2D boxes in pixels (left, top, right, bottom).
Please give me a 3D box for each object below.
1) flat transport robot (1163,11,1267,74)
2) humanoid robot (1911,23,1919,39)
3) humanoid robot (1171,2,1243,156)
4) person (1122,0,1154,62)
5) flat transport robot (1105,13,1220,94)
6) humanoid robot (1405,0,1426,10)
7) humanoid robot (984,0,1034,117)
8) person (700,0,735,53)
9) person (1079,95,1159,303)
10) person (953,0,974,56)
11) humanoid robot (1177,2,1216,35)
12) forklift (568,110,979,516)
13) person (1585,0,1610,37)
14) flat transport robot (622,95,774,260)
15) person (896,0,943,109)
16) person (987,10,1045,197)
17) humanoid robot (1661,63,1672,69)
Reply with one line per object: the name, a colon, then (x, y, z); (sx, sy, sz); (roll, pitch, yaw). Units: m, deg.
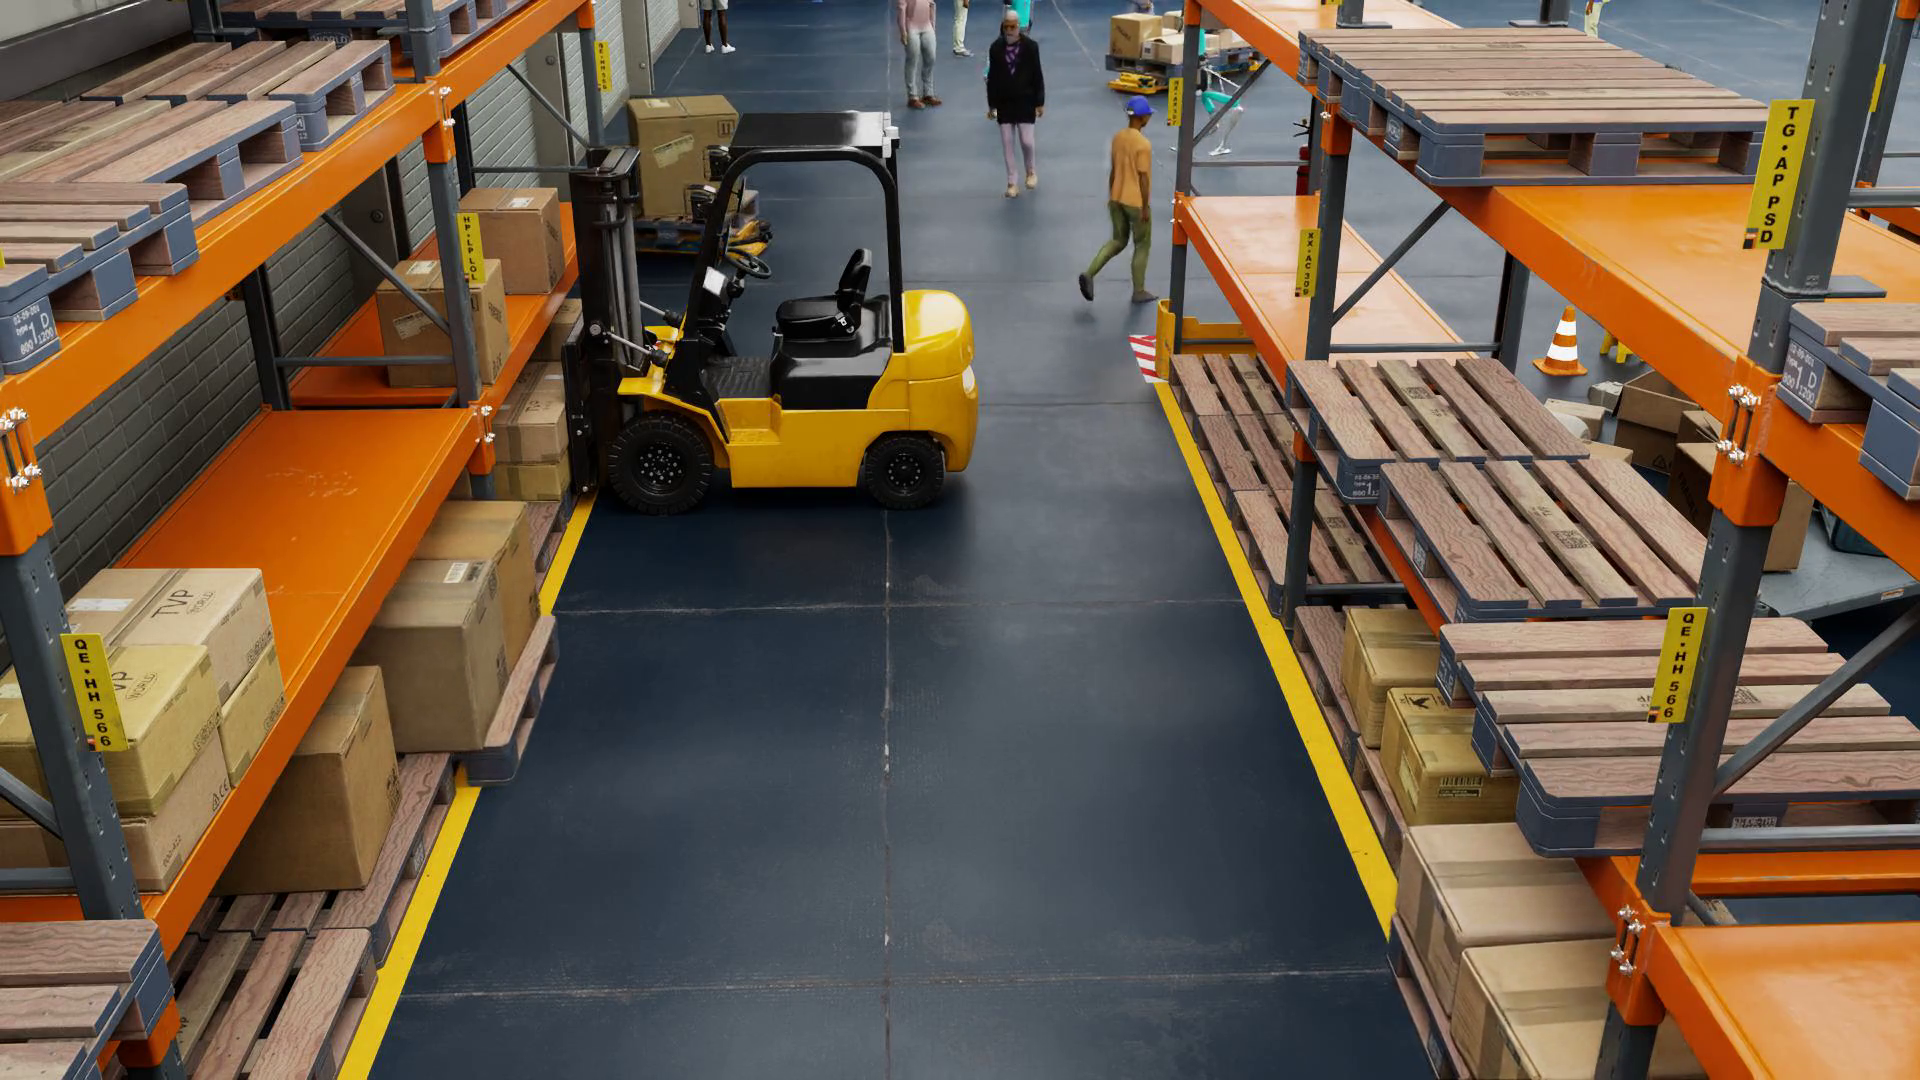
flat transport robot: (3.581, -6.746, 23.590); (1.431, 0.231, 0.659); (-16, 30, -30)
humanoid robot: (15.088, -8.689, 26.071); (0.534, 1.638, 0.608); (13, 28, 26)
humanoid robot: (2.800, -5.003, 18.217); (0.917, 1.769, 0.535); (7, 26, 13)
person: (2.662, -7.944, 24.361); (0.953, 1.775, 0.598); (-21, 32, -37)
flat transport robot: (2.714, -6.278, 22.598); (0.659, 0.231, 1.431); (22, 33, 39)
humanoid robot: (5.442, -5.965, 20.294); (0.613, 1.650, 0.480); (-17, 30, -31)
humanoid robot: (0.544, -6.084, 20.408); (0.727, 1.729, 0.540); (21, 32, 37)
person: (-3.699, -8.294, 24.961); (0.544, 1.899, 0.377); (6, 26, 13)
person: (1.318, -2.701, 13.357); (0.660, 1.691, 0.449); (-17, 30, -31)
person: (0.047, -8.102, 24.735); (0.346, 1.743, 0.561); (-5, 26, -10)
humanoid robot: (3.237, -7.040, 22.568); (0.608, 1.653, 0.323); (-14, 29, -28)
forklift: (-1.043, -1.379, 9.976); (2.313, 2.155, 1.214); (-1, 25, -2)
person: (8.954, -7.575, 23.463); (0.400, 1.886, 0.507); (9, 27, 18)
flat transport robot: (-2.471, -2.751, 15.129); (1.431, 0.231, 0.659); (4, 26, 9)
person: (-0.522, -6.438, 21.003); (0.630, 1.932, 0.426); (-21, 32, -37)
person: (0.555, -4.388, 16.757); (0.570, 1.840, 0.436); (6, 26, 13)
humanoid robot: (6.243, -3.519, 15.147); (0.758, 1.620, 0.611); (19, 31, 35)
